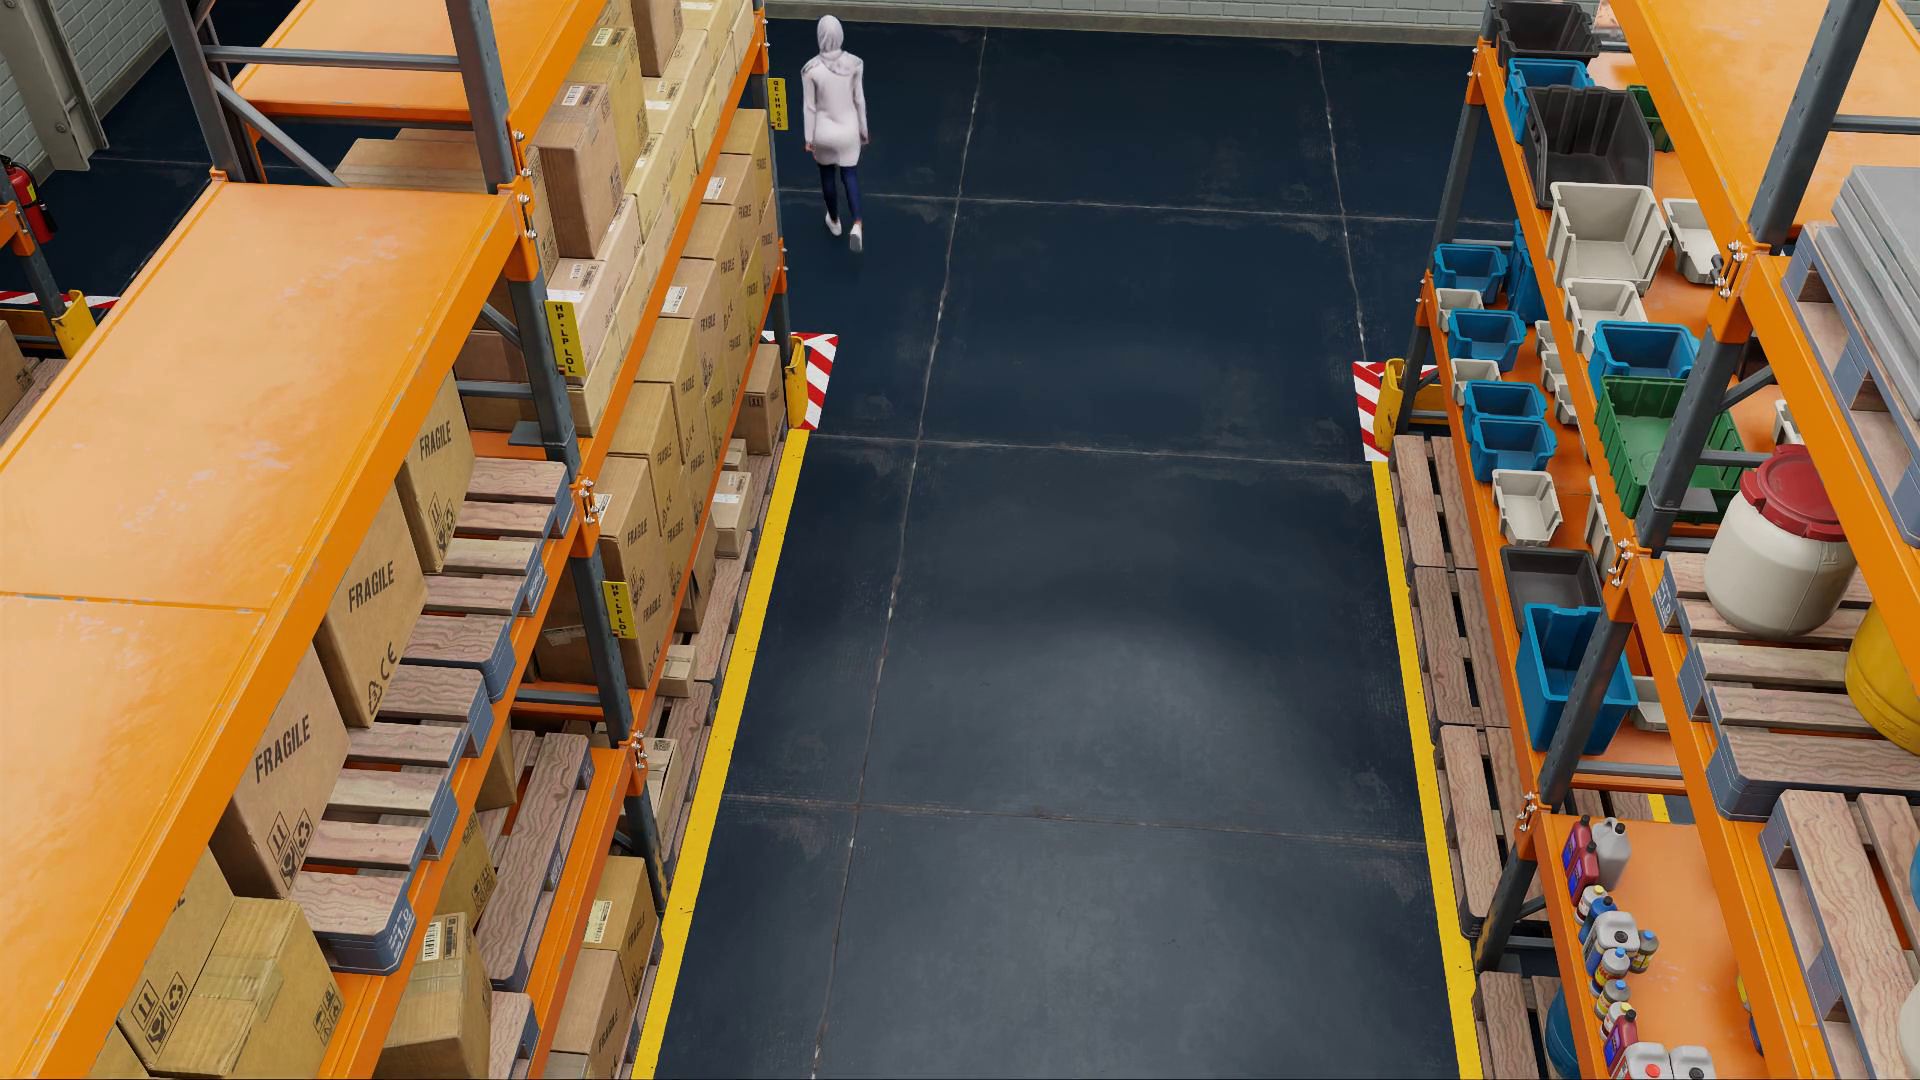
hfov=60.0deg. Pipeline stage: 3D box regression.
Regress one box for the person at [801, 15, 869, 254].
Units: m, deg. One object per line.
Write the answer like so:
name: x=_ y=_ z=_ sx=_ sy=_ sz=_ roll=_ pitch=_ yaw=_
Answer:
person: x=-0.876 y=-2.877 z=12.005 sx=0.830 sy=1.756 sz=1.067 roll=-10 pitch=44 yaw=-11
